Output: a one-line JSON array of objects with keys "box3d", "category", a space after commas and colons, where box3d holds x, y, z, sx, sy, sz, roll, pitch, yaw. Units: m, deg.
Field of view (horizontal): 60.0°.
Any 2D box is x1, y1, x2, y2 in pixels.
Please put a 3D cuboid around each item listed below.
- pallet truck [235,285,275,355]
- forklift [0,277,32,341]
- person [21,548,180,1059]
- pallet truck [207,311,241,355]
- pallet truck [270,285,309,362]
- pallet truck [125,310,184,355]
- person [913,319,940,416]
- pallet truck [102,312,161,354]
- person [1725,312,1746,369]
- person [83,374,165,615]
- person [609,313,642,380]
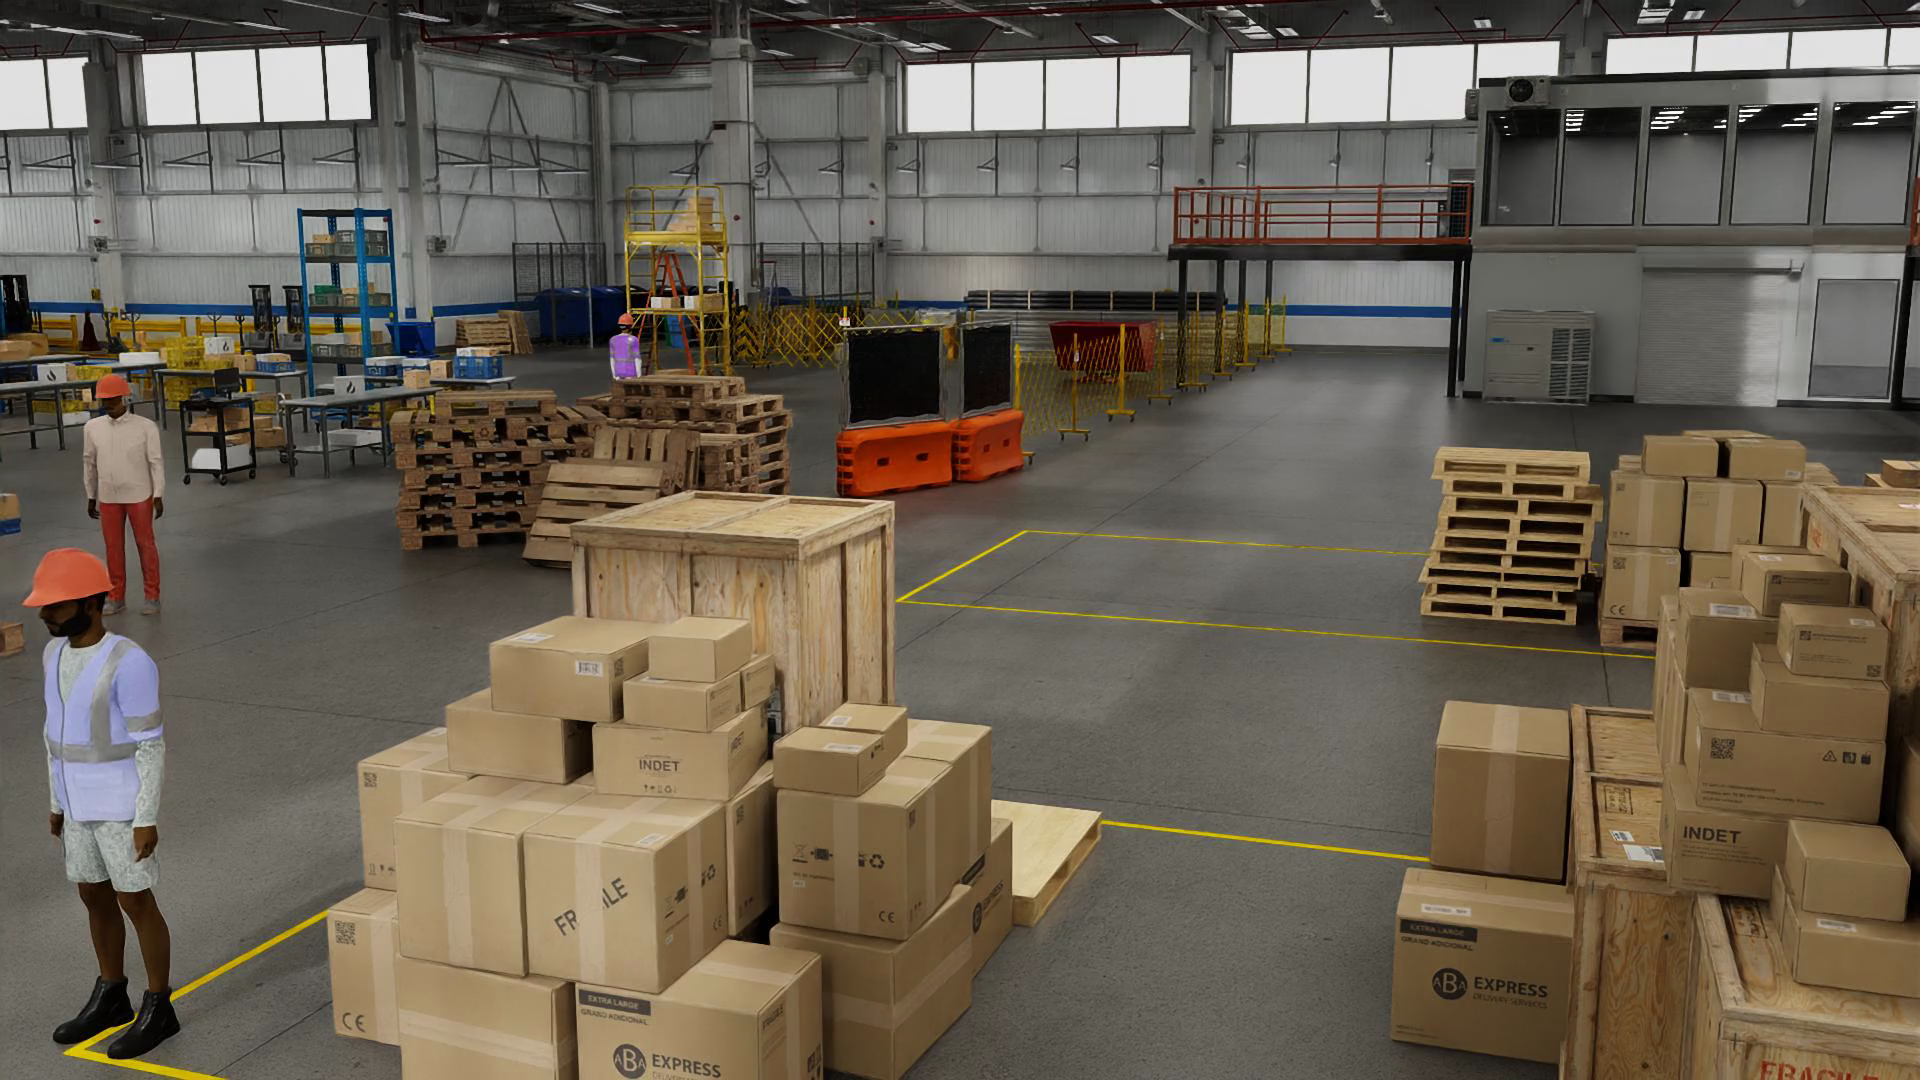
[{"box3d": [-18.327, -5.835, 44.421, 0.823, 1.965, 1.885, 4, 11, 23], "category": "pallet truck"}, {"box3d": [-27.151, -6.329, 46.328, 1.157, 1.987, 2.680, 3, 11, 17], "category": "forklift"}, {"box3d": [-3.222, 0.981, 6.207, 0.551, 1.934, 0.373, 5, 11, 26], "category": "person"}, {"box3d": [-19.537, -5.575, 44.913, 0.653, 1.274, 1.630, 3, 11, 19], "category": "pallet truck"}, {"box3d": [-17.147, -5.700, 43.663, 0.823, 1.965, 1.885, 3, 11, 17], "category": "pallet truck"}, {"box3d": [-22.038, -5.665, 45.457, 0.704, 1.261, 1.522, 3, 11, 17], "category": "pallet truck"}, {"box3d": [-0.585, -3.094, 29.727, 0.508, 1.726, 0.516, 2, 10, 11], "category": "person"}, {"box3d": [-23.057, -5.777, 46.261, 0.680, 1.201, 1.601, 3, 11, 19], "category": "pallet truck"}, {"box3d": [18.261, -4.719, 39.165, 0.498, 1.627, 0.289, 6, 12, 32], "category": "person"}, {"box3d": [-6.843, -0.363, 13.611, 0.621, 1.992, 0.397, -1, 10, -4], "category": "person"}, {"box3d": [-5.353, -2.675, 26.791, 0.551, 1.936, 0.356, 4, 11, 20], "category": "person"}]
